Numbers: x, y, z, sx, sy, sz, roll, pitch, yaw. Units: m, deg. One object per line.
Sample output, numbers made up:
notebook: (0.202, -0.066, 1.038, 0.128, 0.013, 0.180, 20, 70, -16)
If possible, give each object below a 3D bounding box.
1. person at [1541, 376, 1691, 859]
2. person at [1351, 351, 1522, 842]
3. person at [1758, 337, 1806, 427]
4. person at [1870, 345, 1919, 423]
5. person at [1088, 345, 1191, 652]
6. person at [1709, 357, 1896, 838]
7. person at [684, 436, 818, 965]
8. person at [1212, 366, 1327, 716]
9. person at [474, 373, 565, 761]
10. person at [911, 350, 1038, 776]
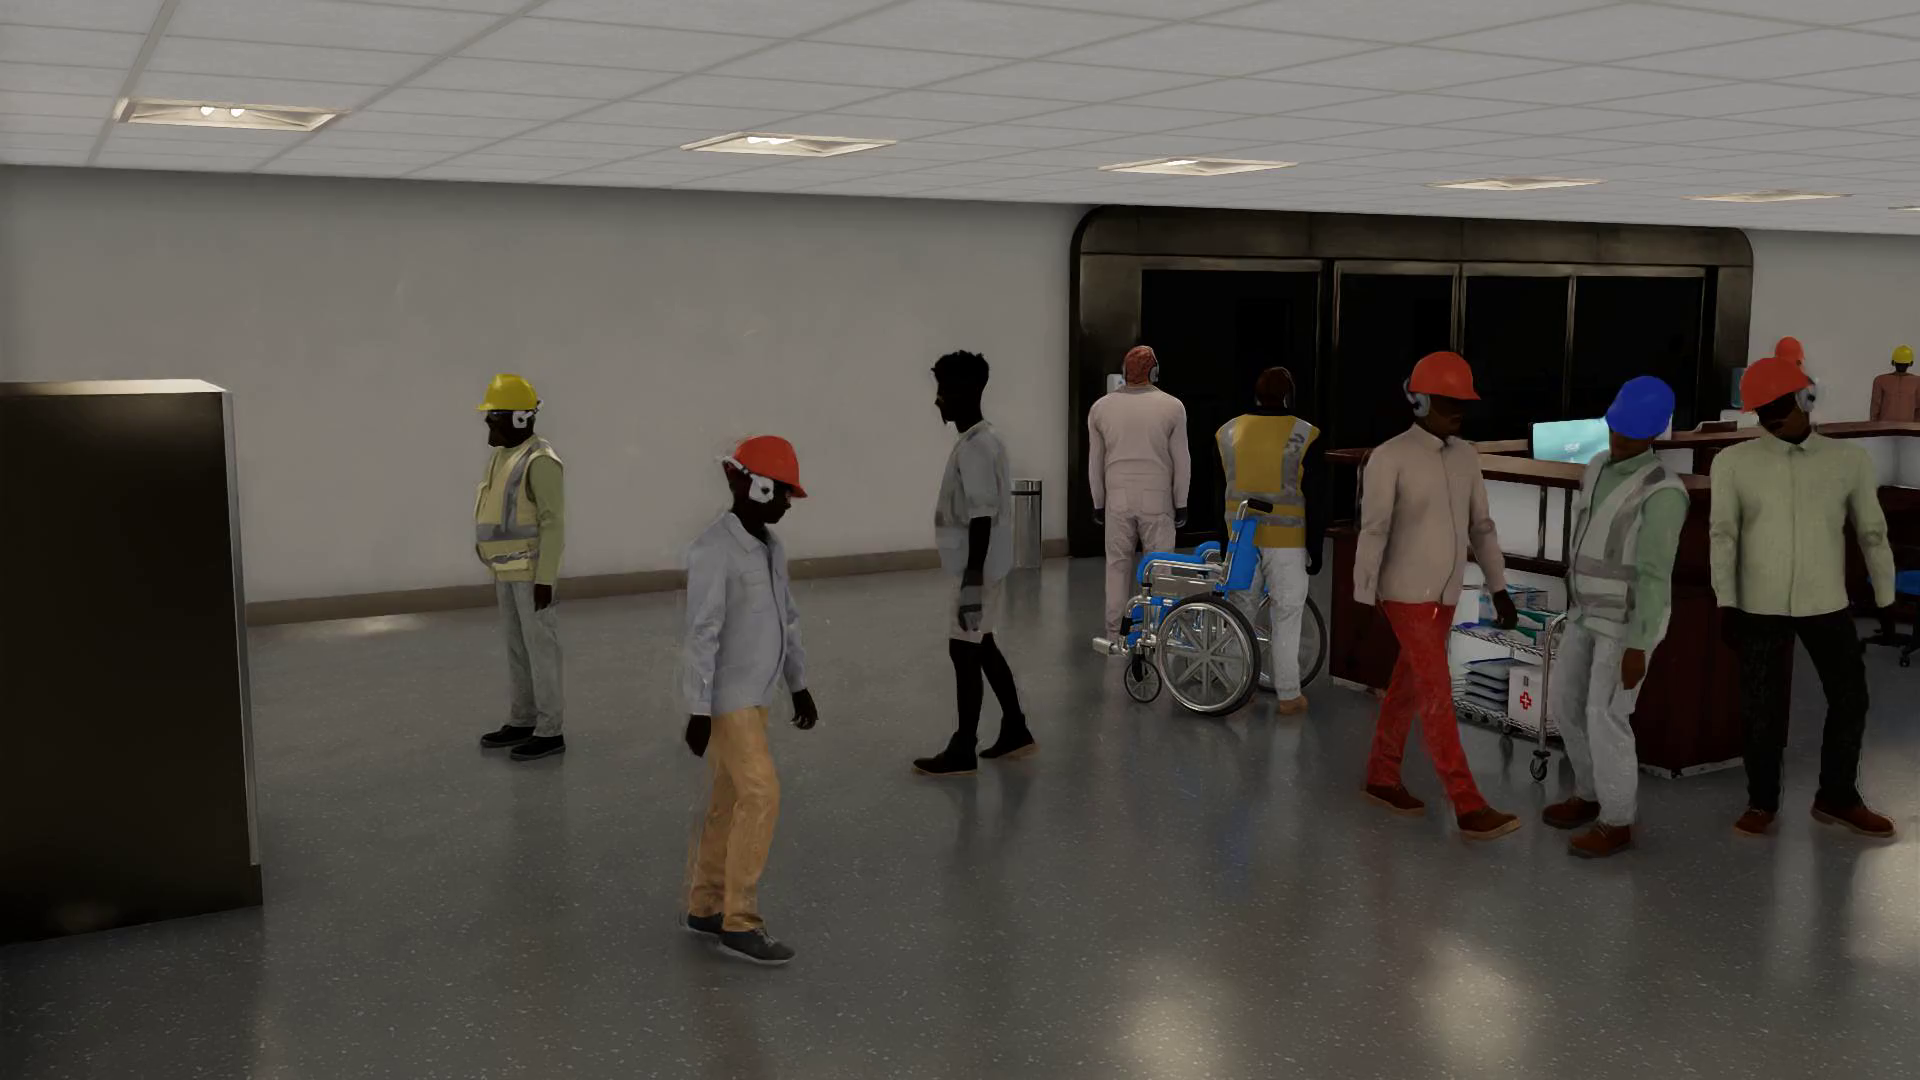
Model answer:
person: (2.519, 0.308, 6.402, 0.378, 1.885, 0.711, -1, 8, -6)
person: (1.982, 0.223, 6.727, 0.626, 1.954, 0.911, -6, 10, -37)
person: (7.729, -0.970, 15.675, 0.550, 1.881, 0.758, -4, 9, -25)
person: (10.043, -1.207, 17.837, 0.524, 1.760, 0.328, 2, 8, 17)
person: (1.127, -0.253, 10.387, 0.636, 1.910, 0.405, 3, 8, 18)
person: (3.389, 0.251, 6.678, 0.764, 1.957, 0.402, 2, 8, 16)
person: (-0.668, 0.515, 5.561, 0.611, 1.706, 0.587, 2, 8, 14)
person: (1.639, 0.006, 8.782, 0.626, 1.838, 0.430, 5, 9, 32)
person: (-2.091, 0.126, 7.911, 0.404, 1.833, 0.592, -6, 10, -37)
person: (0.069, 0.110, 7.610, 0.471, 1.967, 0.649, 1, 8, 4)
